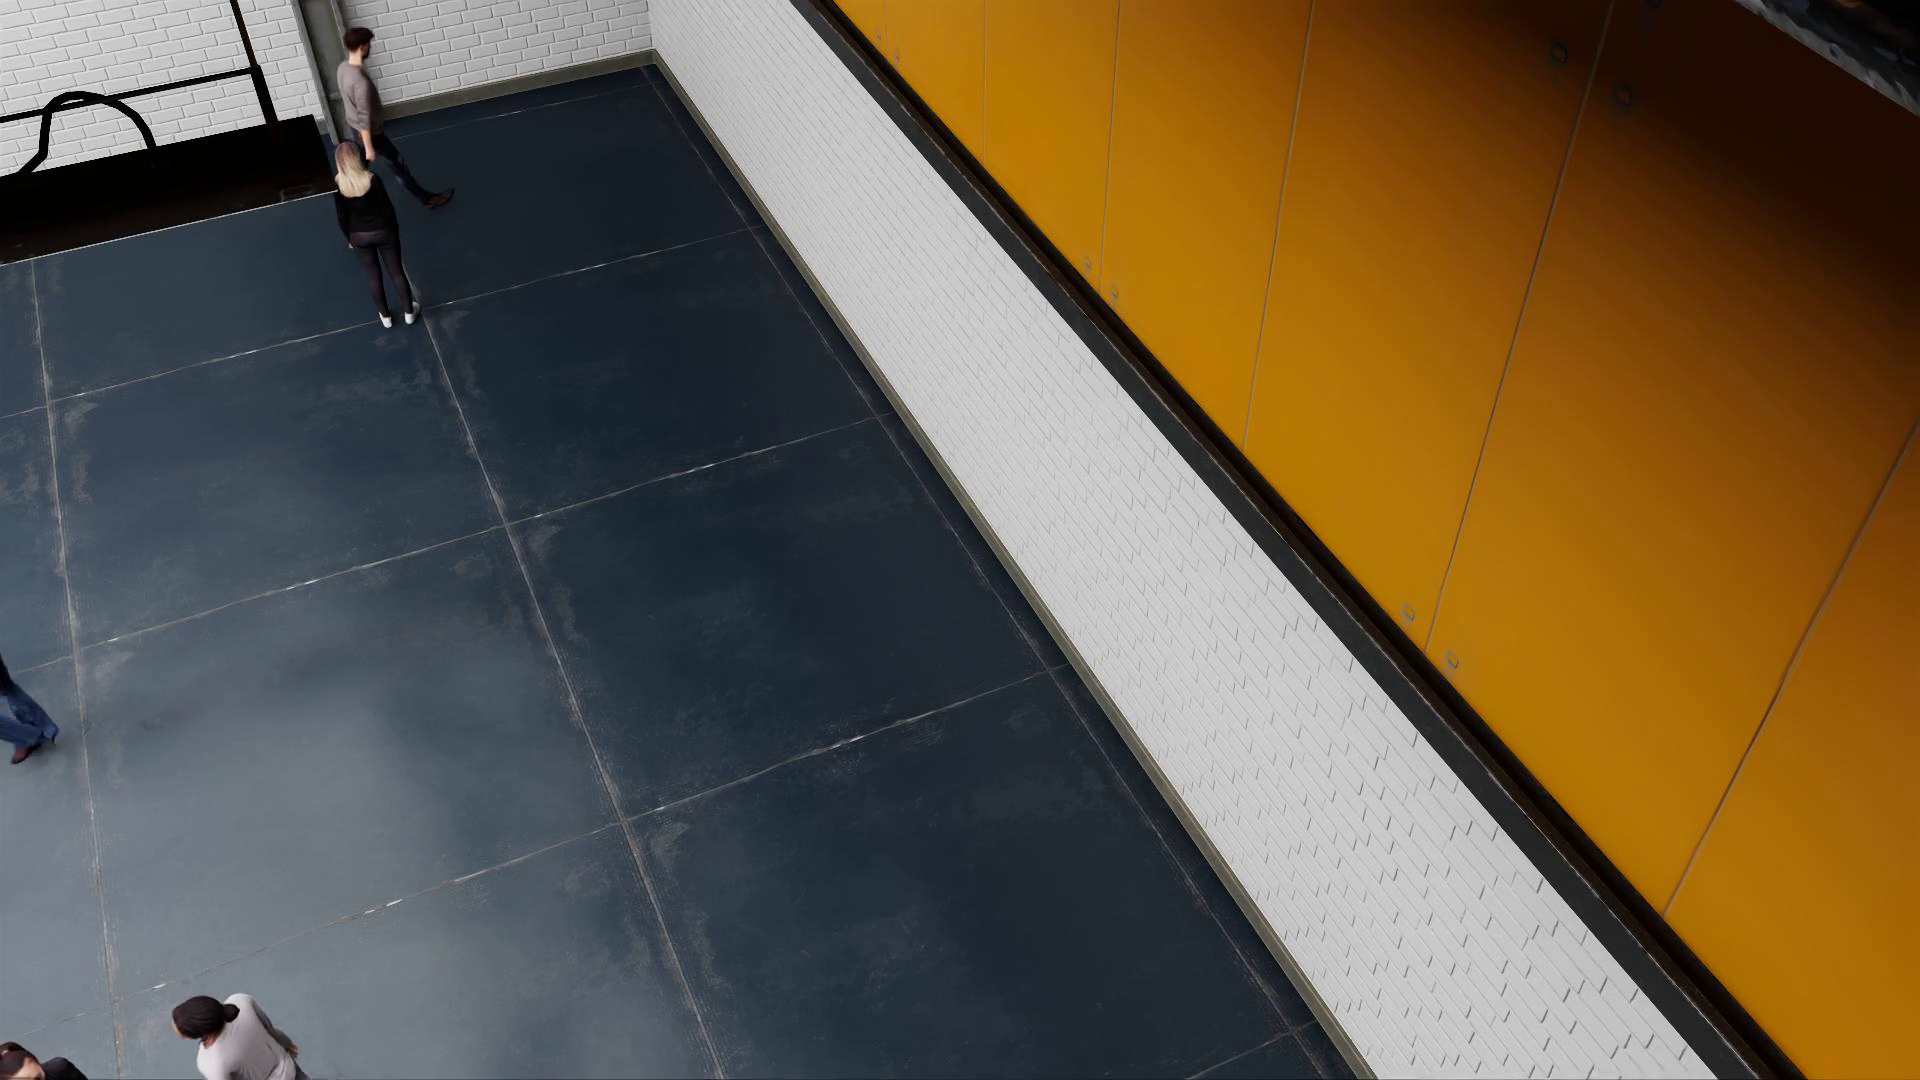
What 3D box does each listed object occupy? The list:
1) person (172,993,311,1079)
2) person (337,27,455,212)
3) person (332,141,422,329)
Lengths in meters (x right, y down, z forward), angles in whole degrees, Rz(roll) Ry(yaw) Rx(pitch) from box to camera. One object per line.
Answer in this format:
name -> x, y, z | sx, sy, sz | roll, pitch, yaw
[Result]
person -> -3.389, 2.682, 8.203 | 0.909, 1.709, 0.878 | 8, 44, 8
person -> -5.289, -3.521, 14.620 | 1.293, 1.839, 0.918 | -28, 50, -26
person -> -4.820, -2.490, 13.649 | 0.561, 1.686, 0.717 | -7, 44, -8
